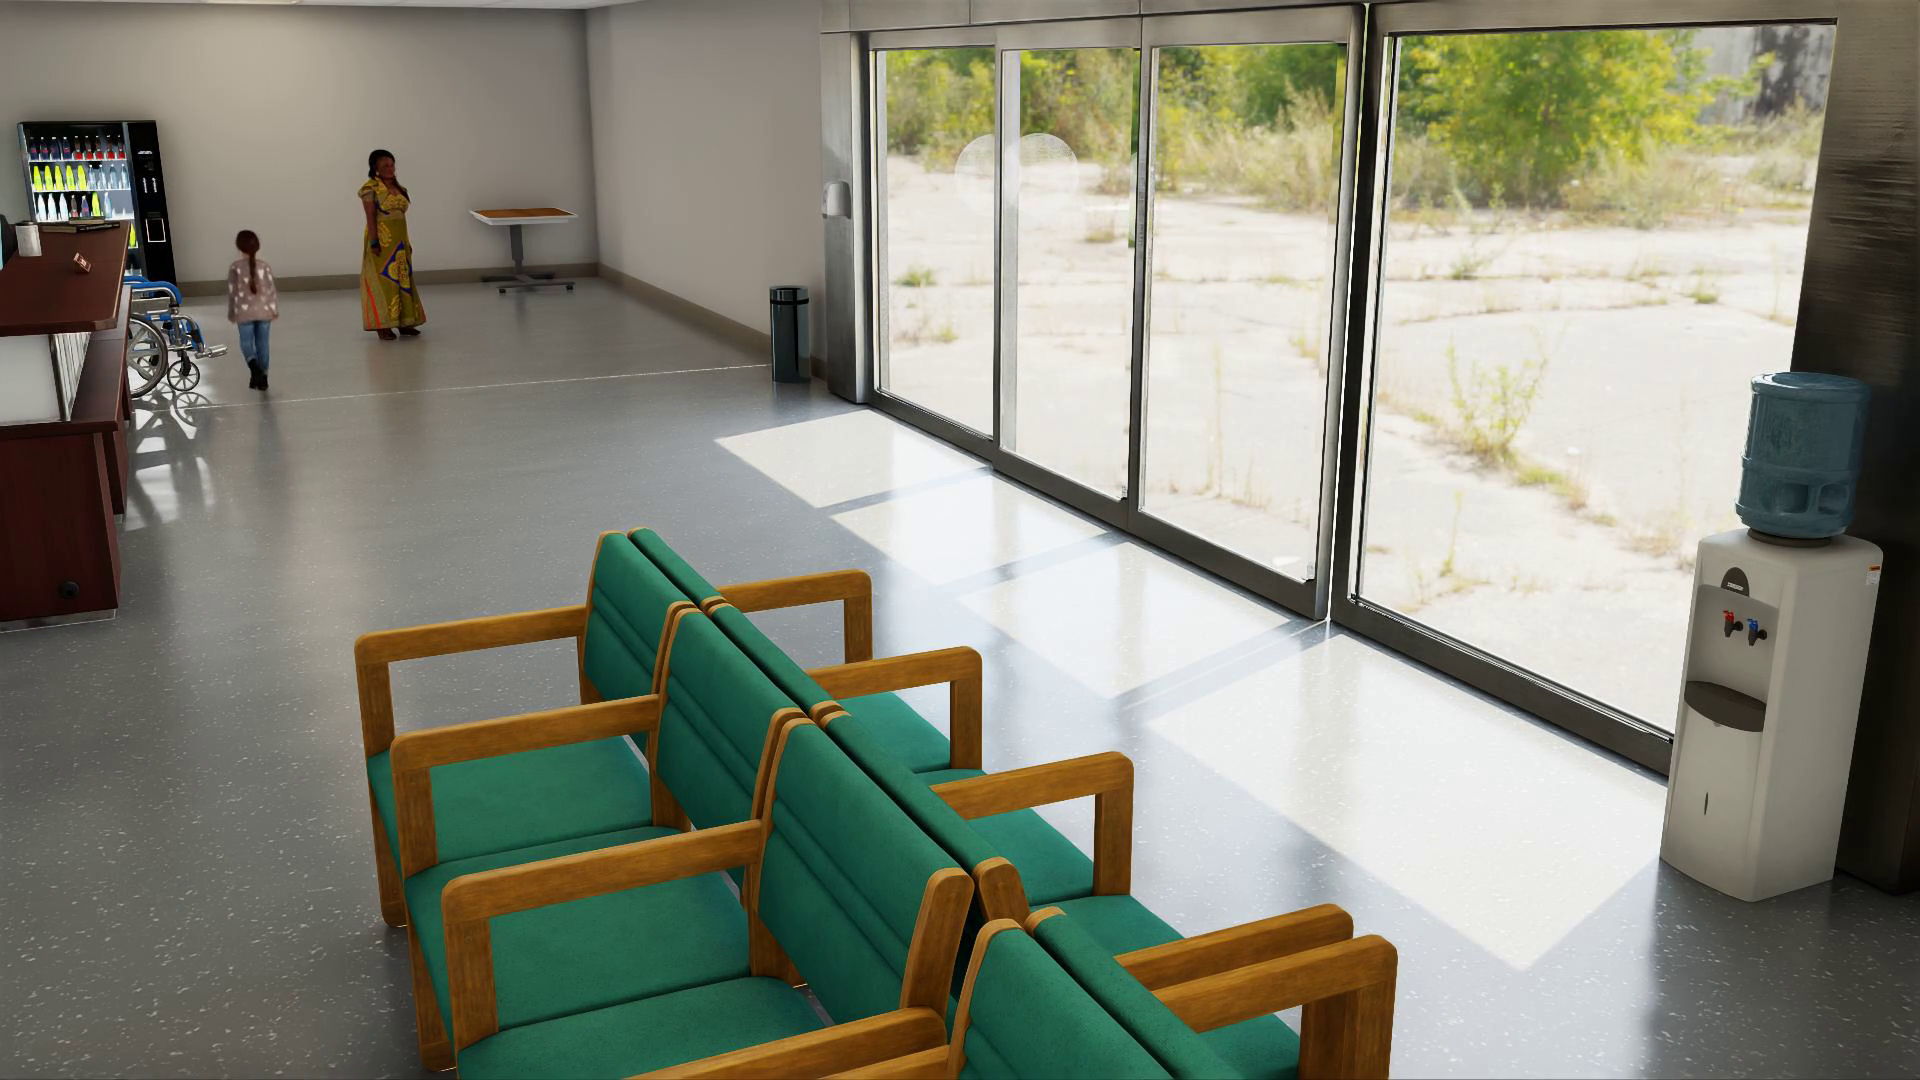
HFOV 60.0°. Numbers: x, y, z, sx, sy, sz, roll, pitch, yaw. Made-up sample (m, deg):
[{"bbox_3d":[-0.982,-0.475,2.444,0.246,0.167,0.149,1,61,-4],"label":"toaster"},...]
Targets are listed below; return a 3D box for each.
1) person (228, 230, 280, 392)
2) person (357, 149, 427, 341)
[{"bbox_3d":[-5.233,-1.684,12.320,0.570,1.183,0.588,-9,18,-28],"label":"person"},{"bbox_3d":[-5.109,-2.648,14.862,1.058,1.660,0.988,7,17,22],"label":"person"}]
